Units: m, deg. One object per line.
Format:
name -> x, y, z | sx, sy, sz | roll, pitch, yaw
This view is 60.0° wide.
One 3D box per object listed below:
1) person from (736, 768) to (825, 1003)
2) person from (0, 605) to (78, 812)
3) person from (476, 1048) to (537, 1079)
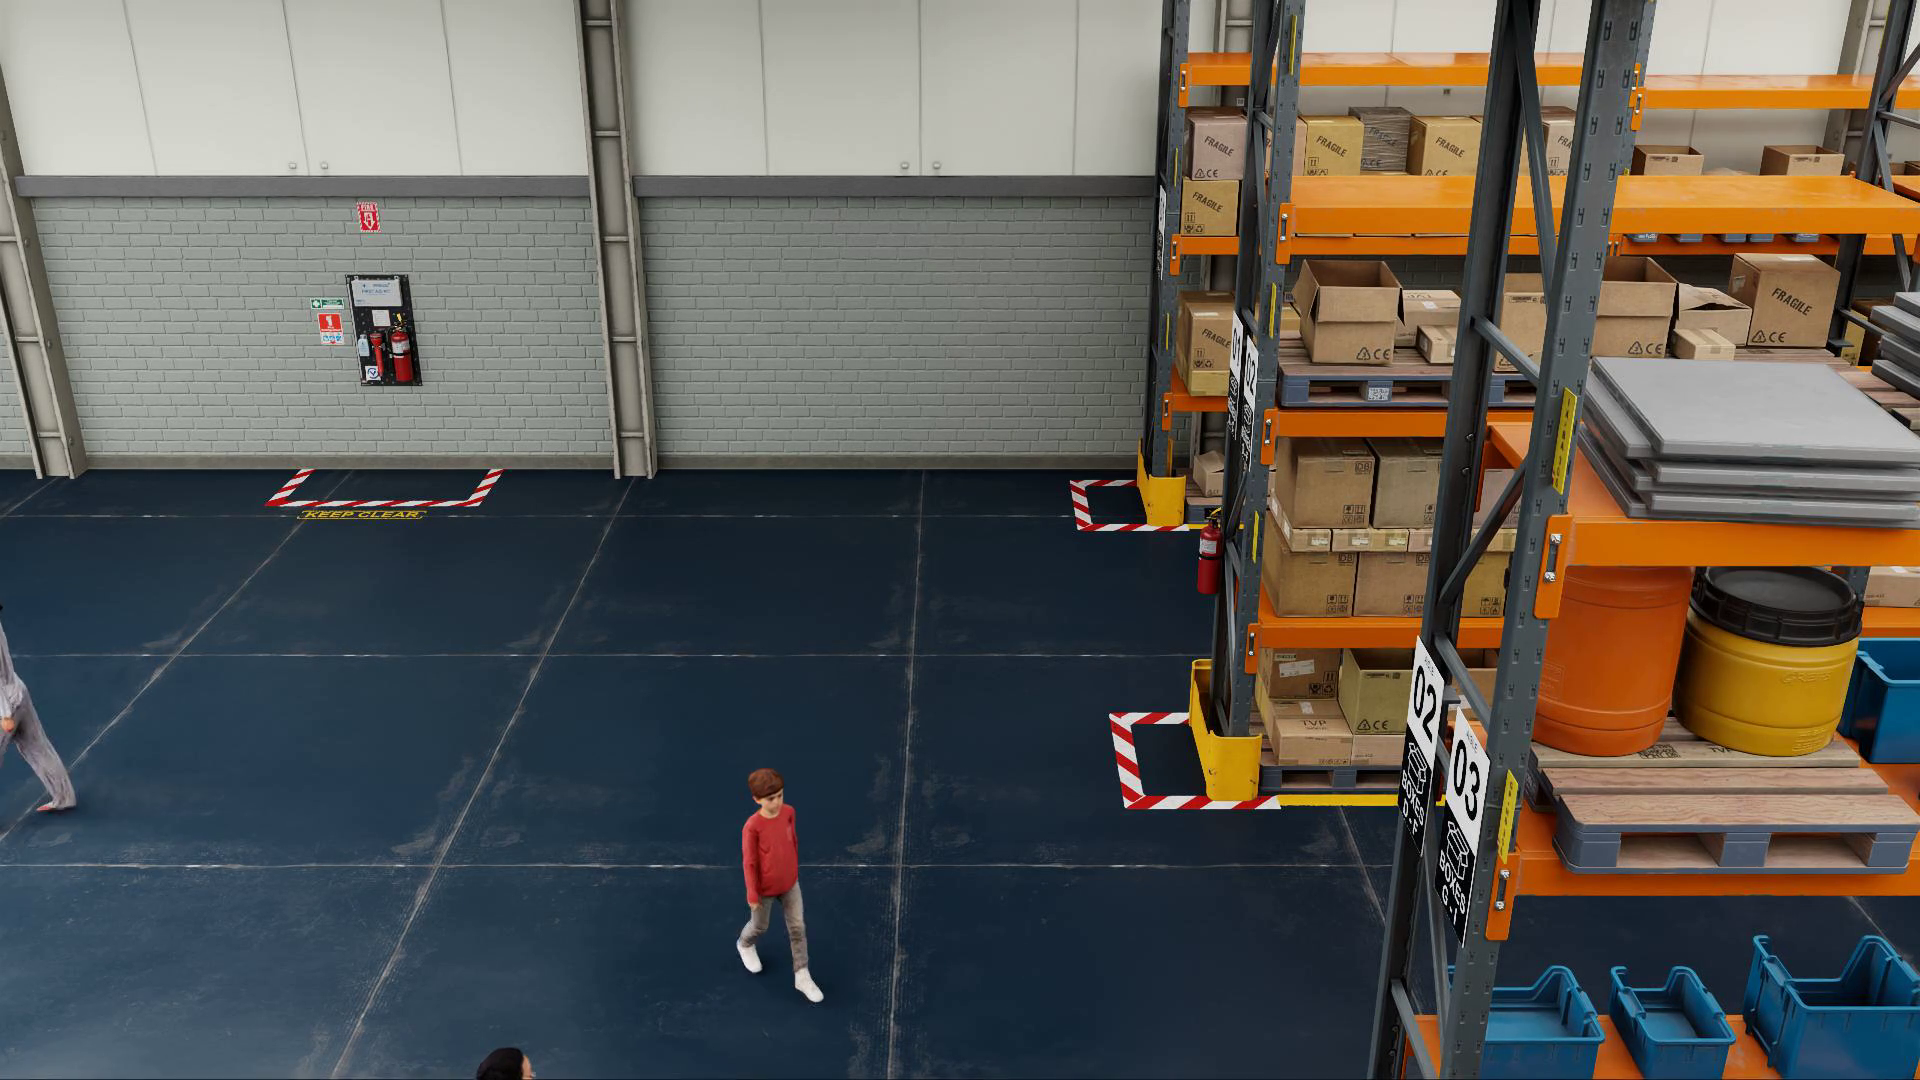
person -> -1.103, 1.916, 9.459 | 0.915, 1.394, 0.921 | -16, 28, -33
person -> -6.218, 1.074, 10.996 | 1.083, 1.739, 0.829 | -8, 24, -18
person -> -1.809, 2.828, 6.885 | 0.628, 1.729, 0.732 | 13, 26, 29
